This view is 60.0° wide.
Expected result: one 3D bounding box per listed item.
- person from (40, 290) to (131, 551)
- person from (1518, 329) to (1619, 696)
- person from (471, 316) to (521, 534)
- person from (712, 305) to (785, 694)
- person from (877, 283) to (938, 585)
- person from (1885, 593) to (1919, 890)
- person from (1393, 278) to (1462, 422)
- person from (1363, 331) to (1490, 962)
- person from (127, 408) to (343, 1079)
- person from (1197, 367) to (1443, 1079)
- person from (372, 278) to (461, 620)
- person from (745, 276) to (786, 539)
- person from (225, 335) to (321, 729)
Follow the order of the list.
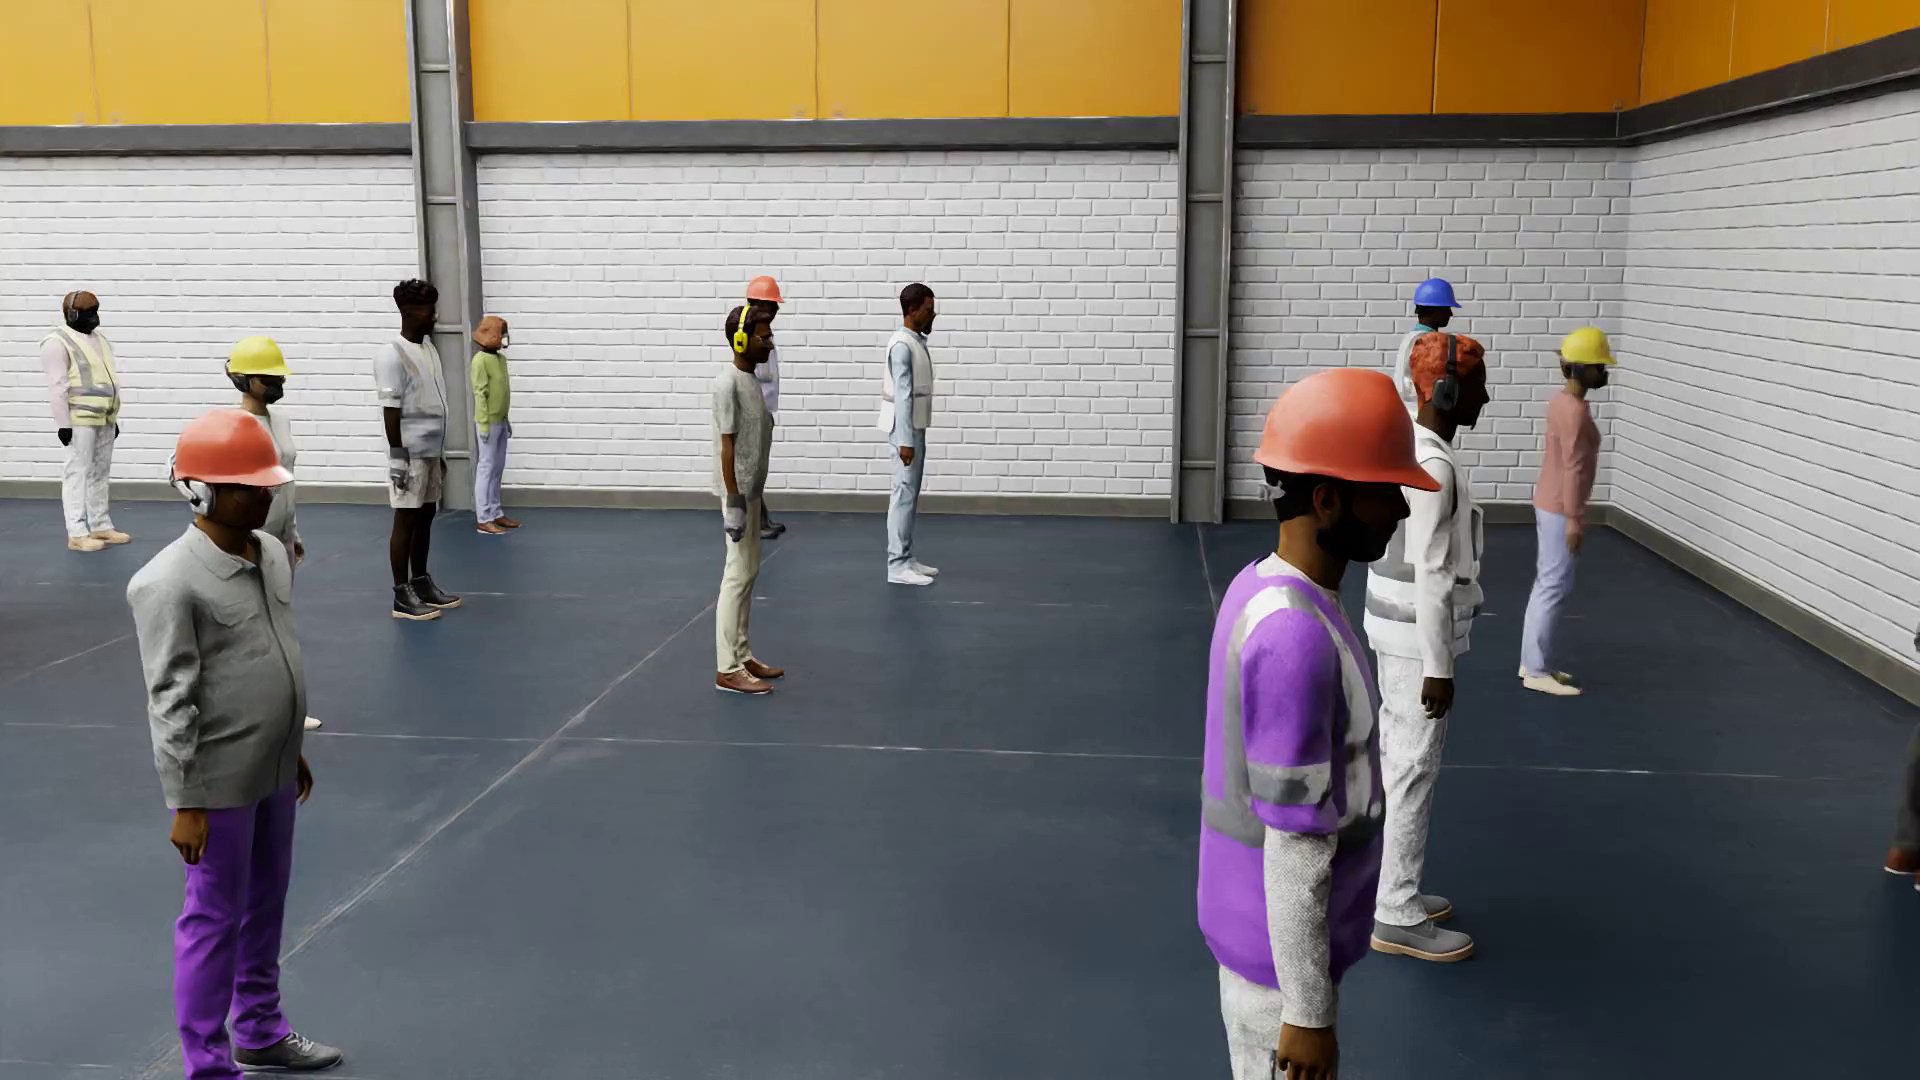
[{"bbox_3d":[-6.215,-0.852,11.864,0.429,1.839,0.633,1,10,6],"label":"person"},{"bbox_3d":[2.926,-0.128,8.017,0.353,1.762,0.557,2,10,12],"label":"person"},{"bbox_3d":[-3.516,-0.869,12.557,0.268,1.630,0.507,1,10,6],"label":"person"},{"bbox_3d":[-1.035,-0.199,8.057,0.310,1.864,0.533,1,10,6],"label":"person"},{"bbox_3d":[-0.334,-0.682,10.673,0.373,1.914,0.596,1,10,6],"label":"person"},{"bbox_3d":[3.351,0.256,5.508,0.344,1.856,0.587,0,10,0],"label":"person"},{"bbox_3d":[2.954,-0.687,10.613,0.404,1.945,0.615,1,10,6],"label":"person"},{"bbox_3d":[1.403,0.314,5.058,0.337,1.883,0.584,1,10,6],"label":"person"},{"bbox_3d":[-1.755,0.548,4.094,0.342,1.748,0.572,1,10,6],"label":"person"},{"bbox_3d":[0.601,0.671,2.873,0.378,1.932,0.551,1,10,6],"label":"person"},{"bbox_3d":[-3.151,-0.530,9.665,0.368,1.961,0.613,1,10,6],"label":"person"},{"bbox_3d":[-1.460,-0.979,12.323,0.378,1.932,0.551,1,10,6],"label":"person"},{"bbox_3d":[-2.981,0.006,7.165,0.325,1.767,0.533,1,10,6],"label":"person"}]
